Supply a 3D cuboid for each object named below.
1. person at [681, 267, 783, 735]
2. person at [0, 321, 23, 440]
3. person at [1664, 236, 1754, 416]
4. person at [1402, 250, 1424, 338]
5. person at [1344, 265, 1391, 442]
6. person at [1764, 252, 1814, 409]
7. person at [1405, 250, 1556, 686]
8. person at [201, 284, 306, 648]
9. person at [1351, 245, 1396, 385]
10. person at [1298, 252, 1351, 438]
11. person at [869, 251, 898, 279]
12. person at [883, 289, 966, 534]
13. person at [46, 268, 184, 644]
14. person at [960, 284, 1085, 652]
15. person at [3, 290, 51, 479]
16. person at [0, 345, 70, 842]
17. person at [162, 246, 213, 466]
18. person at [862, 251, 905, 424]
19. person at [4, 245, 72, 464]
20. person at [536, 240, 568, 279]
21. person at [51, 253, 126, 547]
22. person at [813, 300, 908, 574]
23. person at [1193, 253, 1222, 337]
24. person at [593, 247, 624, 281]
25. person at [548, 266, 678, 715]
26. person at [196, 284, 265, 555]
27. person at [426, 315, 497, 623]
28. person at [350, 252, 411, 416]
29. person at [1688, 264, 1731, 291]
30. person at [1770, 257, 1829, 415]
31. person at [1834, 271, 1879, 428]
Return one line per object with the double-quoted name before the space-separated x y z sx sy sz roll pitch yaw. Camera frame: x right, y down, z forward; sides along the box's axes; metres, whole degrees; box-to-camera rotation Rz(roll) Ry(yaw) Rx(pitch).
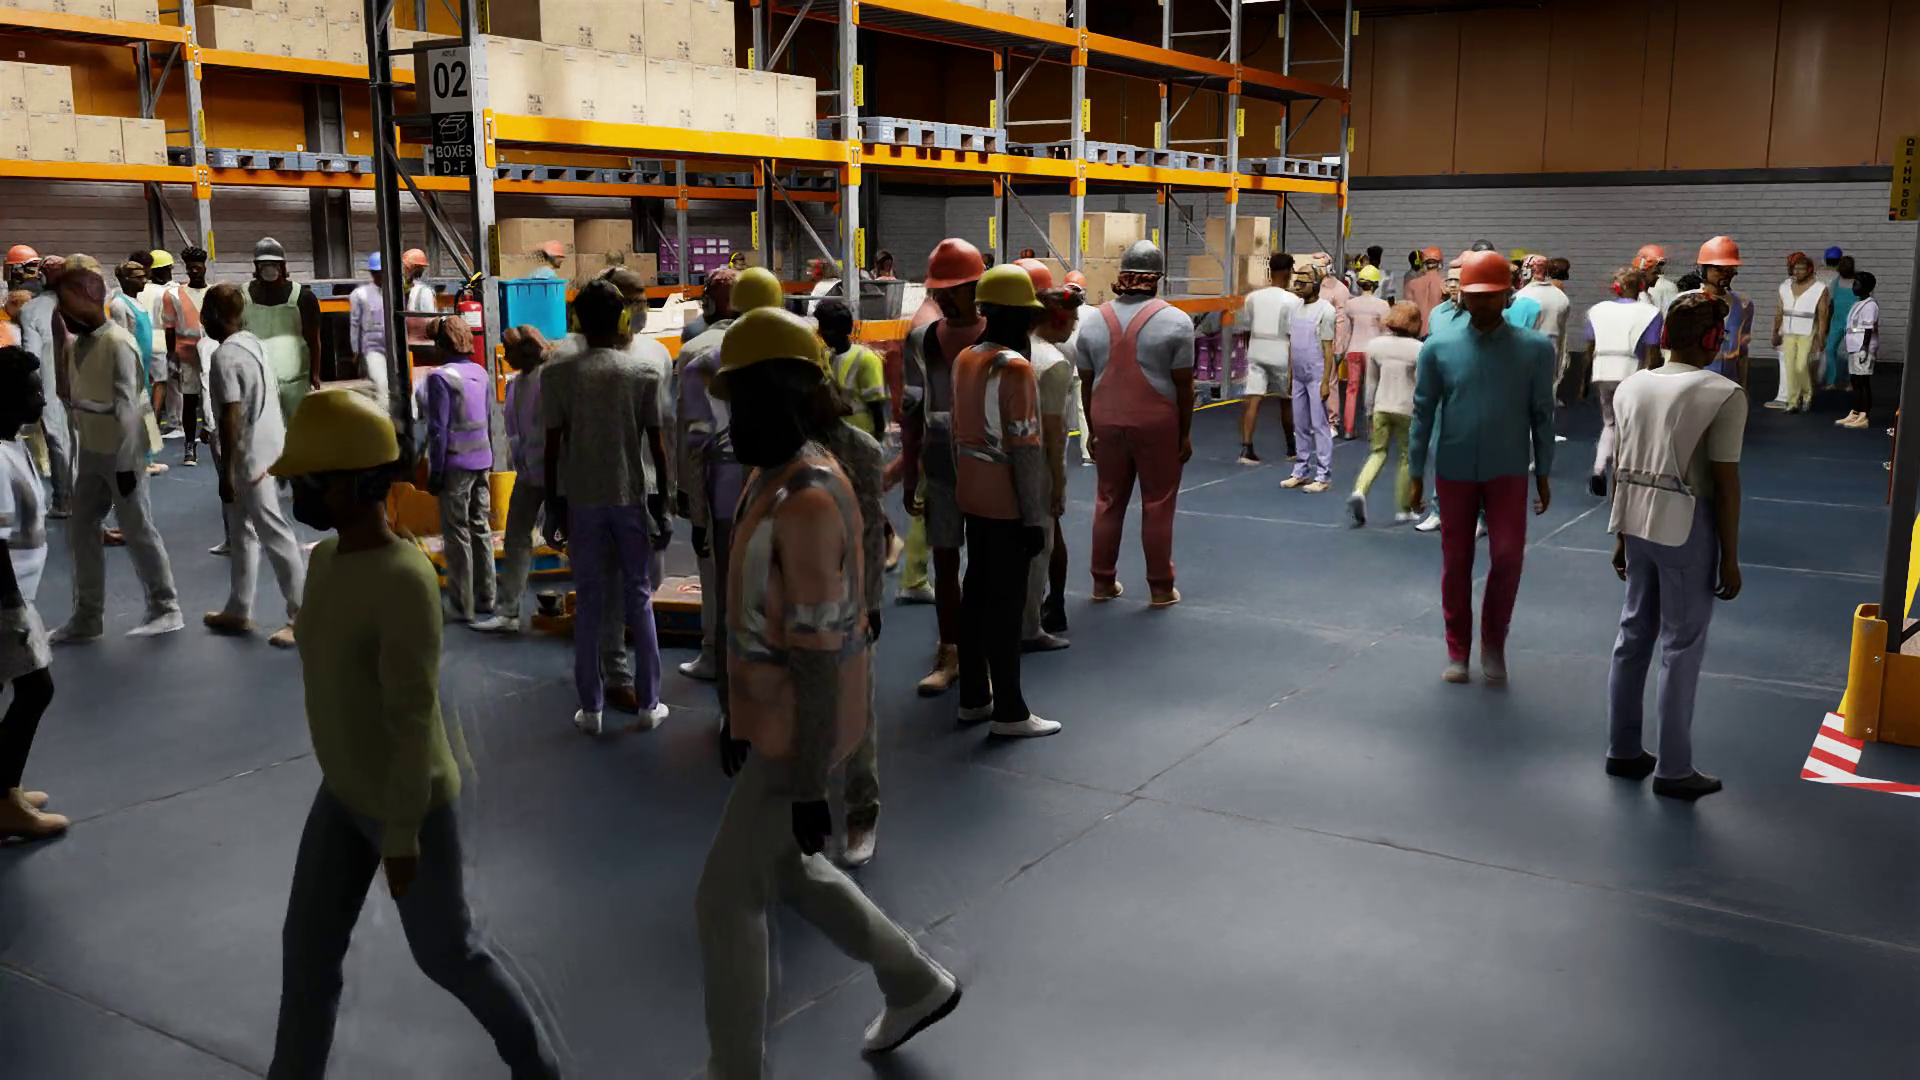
"person" -0.822 -0.138 6.753 0.587 1.915 0.398 -4 11 -19
"person" -5.473 -0.576 9.150 0.637 1.920 0.572 -3 11 -16
"person" 5.013 -0.996 11.143 0.608 2.044 0.373 -2 10 -10
"person" 6.961 -3.505 25.561 0.340 1.866 0.517 1 10 4
"person" 4.087 -1.868 16.732 0.525 1.772 0.309 8 13 39
"person" 10.043 -2.518 20.046 0.584 1.879 0.370 -6 12 -31
"person" 2.336 -0.305 7.500 0.646 1.972 0.527 3 11 18
"person" -3.605 -0.377 8.401 0.639 1.807 0.591 -1 10 -6
"person" 5.817 -3.157 23.382 0.640 1.939 0.687 4 11 21
"person" 3.669 -1.981 17.024 0.397 1.901 0.643 -8 13 -37
"person" -1.402 -4.267 29.849 0.592 1.832 0.404 -7 12 -35
"person" -0.286 -0.960 11.450 0.860 1.870 0.664 1 10 6
"person" -4.303 -0.409 8.361 0.606 1.892 0.546 8 13 37
"person" 0.303 -0.324 8.051 0.586 1.811 0.626 -4 11 -21
"person" -7.947 -1.298 13.987 0.630 1.611 0.524 2 10 12
"person" -3.234 0.184 5.616 0.392 1.672 0.540 -5 11 -24
"person" -6.835 -1.653 14.997 0.602 1.966 0.368 -5 12 -27
"person" -0.783 -2.099 17.641 0.597 1.908 0.401 -8 13 -38
"person" -8.406 -1.681 15.138 0.440 1.981 0.631 0 10 1
"person" -5.275 -2.810 21.263 0.580 2.017 0.618 -4 11 -20
"person" -5.794 -0.923 11.030 0.355 1.936 0.635 -6 12 -30
"person" -0.643 -0.580 9.857 0.435 1.668 0.564 -9 14 -41
"person" 3.738 -3.372 24.666 0.546 1.920 0.455 10 14 43
"person" -4.552 -2.903 22.029 0.643 1.925 0.667 2 10 13
"person" -1.532 -0.227 7.235 0.609 1.919 0.657 10 14 43
"person" -4.707 -0.774 10.744 0.295 1.744 0.485 5 11 24
"person" -2.654 -0.379 8.871 0.312 1.632 0.526 2 10 13
"person" -5.841 -1.955 16.855 0.618 1.903 1.013 -7 12 -35
"person" 7.693 -2.071 17.105 0.681 2.000 0.535 -6 12 -31
"person" 9.719 -2.354 19.254 0.445 1.828 0.575 -6 12 -30
"person" 9.743 -2.055 17.995 0.318 1.690 0.527 2 10 13
